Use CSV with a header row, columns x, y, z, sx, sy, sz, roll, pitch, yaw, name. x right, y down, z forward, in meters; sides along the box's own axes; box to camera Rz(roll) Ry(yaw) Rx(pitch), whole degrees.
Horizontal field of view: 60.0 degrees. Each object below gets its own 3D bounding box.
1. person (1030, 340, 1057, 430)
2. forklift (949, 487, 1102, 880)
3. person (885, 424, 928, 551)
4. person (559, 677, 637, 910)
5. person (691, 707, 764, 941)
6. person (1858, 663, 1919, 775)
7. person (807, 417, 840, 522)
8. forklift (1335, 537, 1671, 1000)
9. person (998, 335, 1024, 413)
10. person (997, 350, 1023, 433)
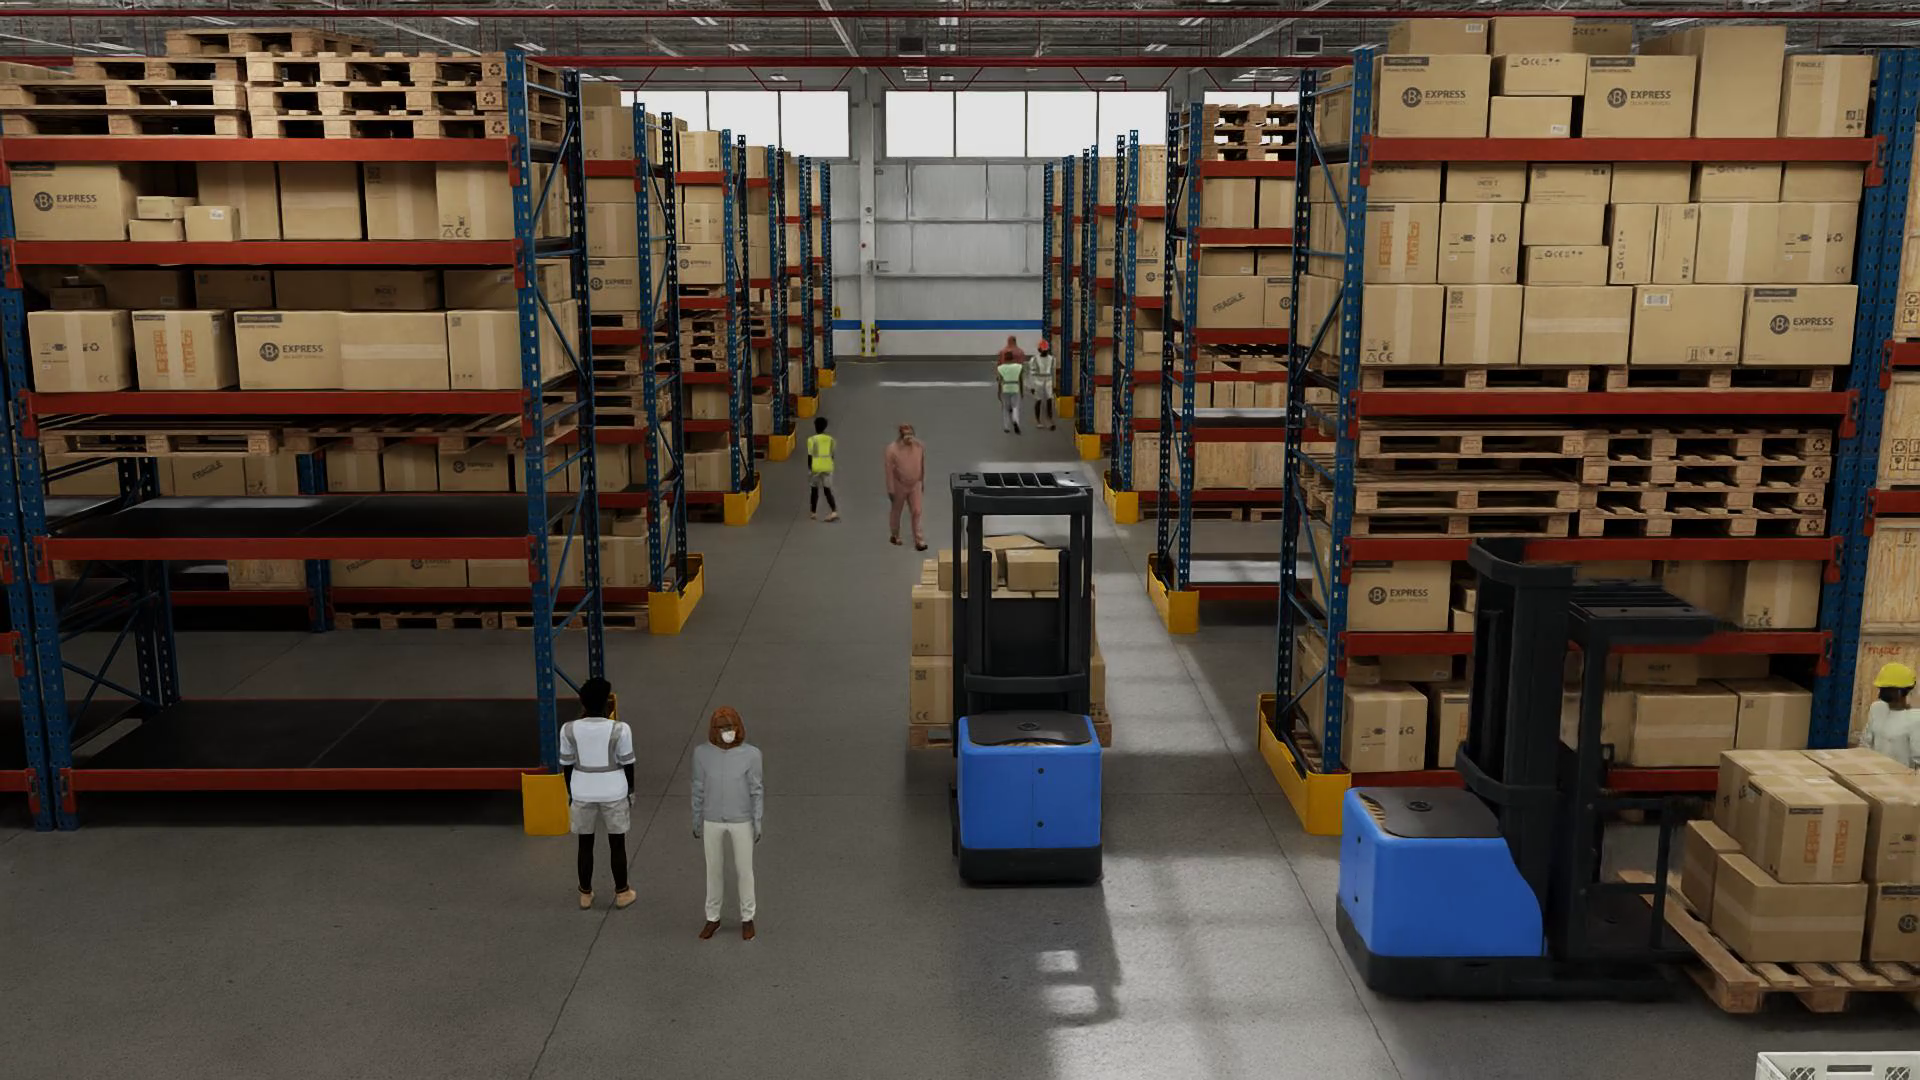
x,y,z,sx,sy,sz,roll,pitch,yaw,name
1.873,-3.419,36.859,0.624,1.985,1.048,-3,12,-13,person
0.495,0.986,12.813,1.129,2.768,1.873,0,11,-2,forklift
-0.773,-0.765,24.080,0.674,1.848,1.060,-5,12,-22,person
-2.542,1.794,11.755,0.538,1.696,0.317,0,11,1,person
-1.576,1.917,11.294,0.500,1.636,0.280,1,11,3,person
6.638,1.730,11.988,0.849,1.726,0.546,-2,12,-8,person
-2.149,-1.101,26.201,0.532,1.652,0.705,-5,13,-25,person
3.498,1.419,10.668,1.873,2.768,1.129,0,11,-1,forklift
1.218,-3.957,39.763,0.658,1.886,0.532,5,13,24,person
1.103,-3.228,36.319,0.585,1.826,0.530,-1,11,-4,person
